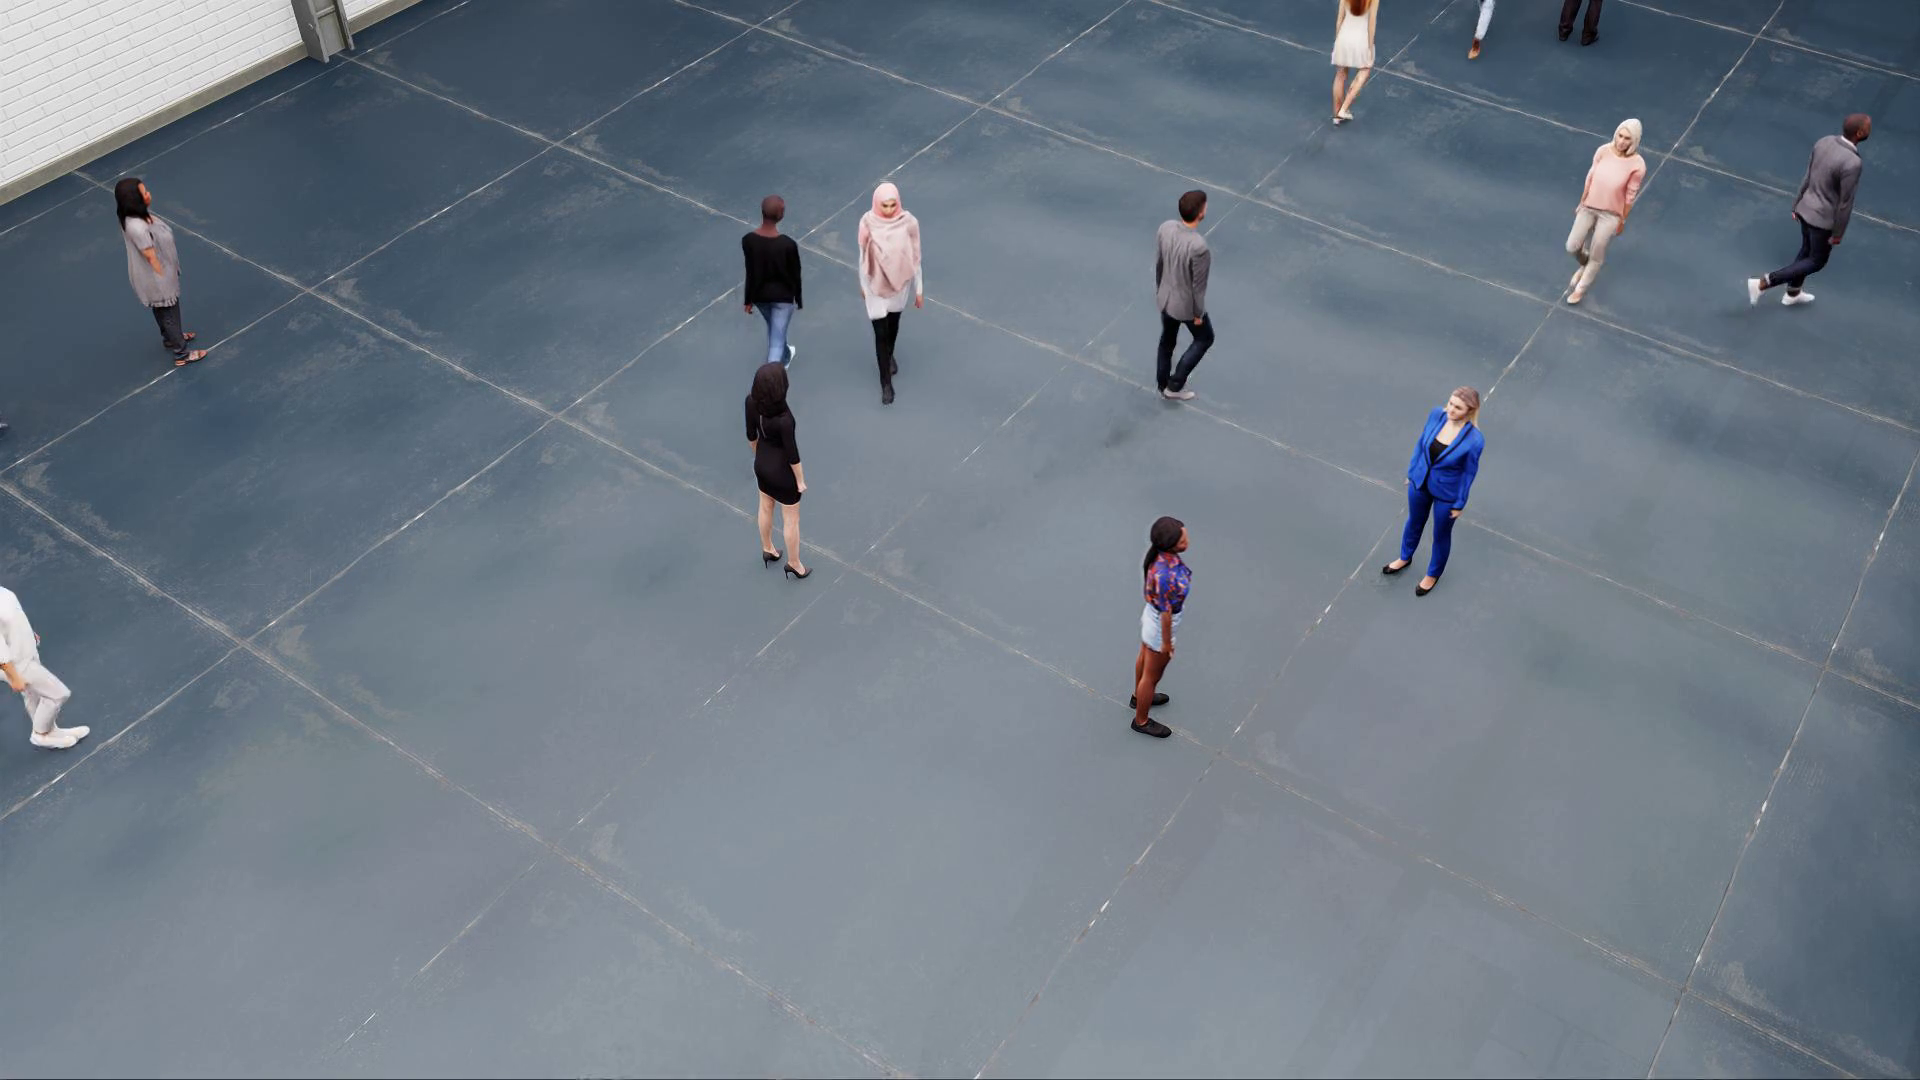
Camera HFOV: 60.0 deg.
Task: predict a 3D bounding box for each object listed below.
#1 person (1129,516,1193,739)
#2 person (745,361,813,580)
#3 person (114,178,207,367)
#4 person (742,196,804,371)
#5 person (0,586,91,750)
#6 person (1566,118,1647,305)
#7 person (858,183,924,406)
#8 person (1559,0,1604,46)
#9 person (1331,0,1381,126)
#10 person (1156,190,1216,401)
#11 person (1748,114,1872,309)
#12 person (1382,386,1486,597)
[{"bbox_3d":[1.244,0.517,10.353,0.728,1.742,0.622,2,44,2],"label":"person"},{"bbox_3d":[-1.251,-0.462,11.336,0.619,1.805,0.507,31,52,28],"label":"person"},{"bbox_3d":[-6.437,-2.146,13.249,0.753,1.603,0.716,-28,50,-27],"label":"person"},{"bbox_3d":[-1.453,-1.790,12.803,0.944,1.704,1.251,7,44,8],"label":"person"},{"bbox_3d":[-5.865,0.723,10.181,0.733,1.683,0.723,-20,47,-19],"label":"person"},{"bbox_3d":[5.384,-2.764,13.814,0.656,1.718,0.693,34,53,31],"label":"person"},{"bbox_3d":[-0.570,-2.023,12.993,1.037,1.779,1.086,-8,44,-8],"label":"person"},{"bbox_3d":[6.568,-6.026,17.145,0.651,1.848,0.565,24,49,23],"label":"person"},{"bbox_3d":[3.726,-4.723,15.880,0.552,1.707,0.608,27,50,25],"label":"person"},{"bbox_3d":[1.642,-1.796,12.692,0.736,1.865,0.771,-29,51,-27],"label":"person"},{"bbox_3d":[6.961,-2.643,13.628,1.083,1.801,1.041,-3,44,-4],"label":"person"},{"bbox_3d":[3.260,-0.359,11.303,0.635,1.700,0.674,-29,51,-27],"label":"person"}]
